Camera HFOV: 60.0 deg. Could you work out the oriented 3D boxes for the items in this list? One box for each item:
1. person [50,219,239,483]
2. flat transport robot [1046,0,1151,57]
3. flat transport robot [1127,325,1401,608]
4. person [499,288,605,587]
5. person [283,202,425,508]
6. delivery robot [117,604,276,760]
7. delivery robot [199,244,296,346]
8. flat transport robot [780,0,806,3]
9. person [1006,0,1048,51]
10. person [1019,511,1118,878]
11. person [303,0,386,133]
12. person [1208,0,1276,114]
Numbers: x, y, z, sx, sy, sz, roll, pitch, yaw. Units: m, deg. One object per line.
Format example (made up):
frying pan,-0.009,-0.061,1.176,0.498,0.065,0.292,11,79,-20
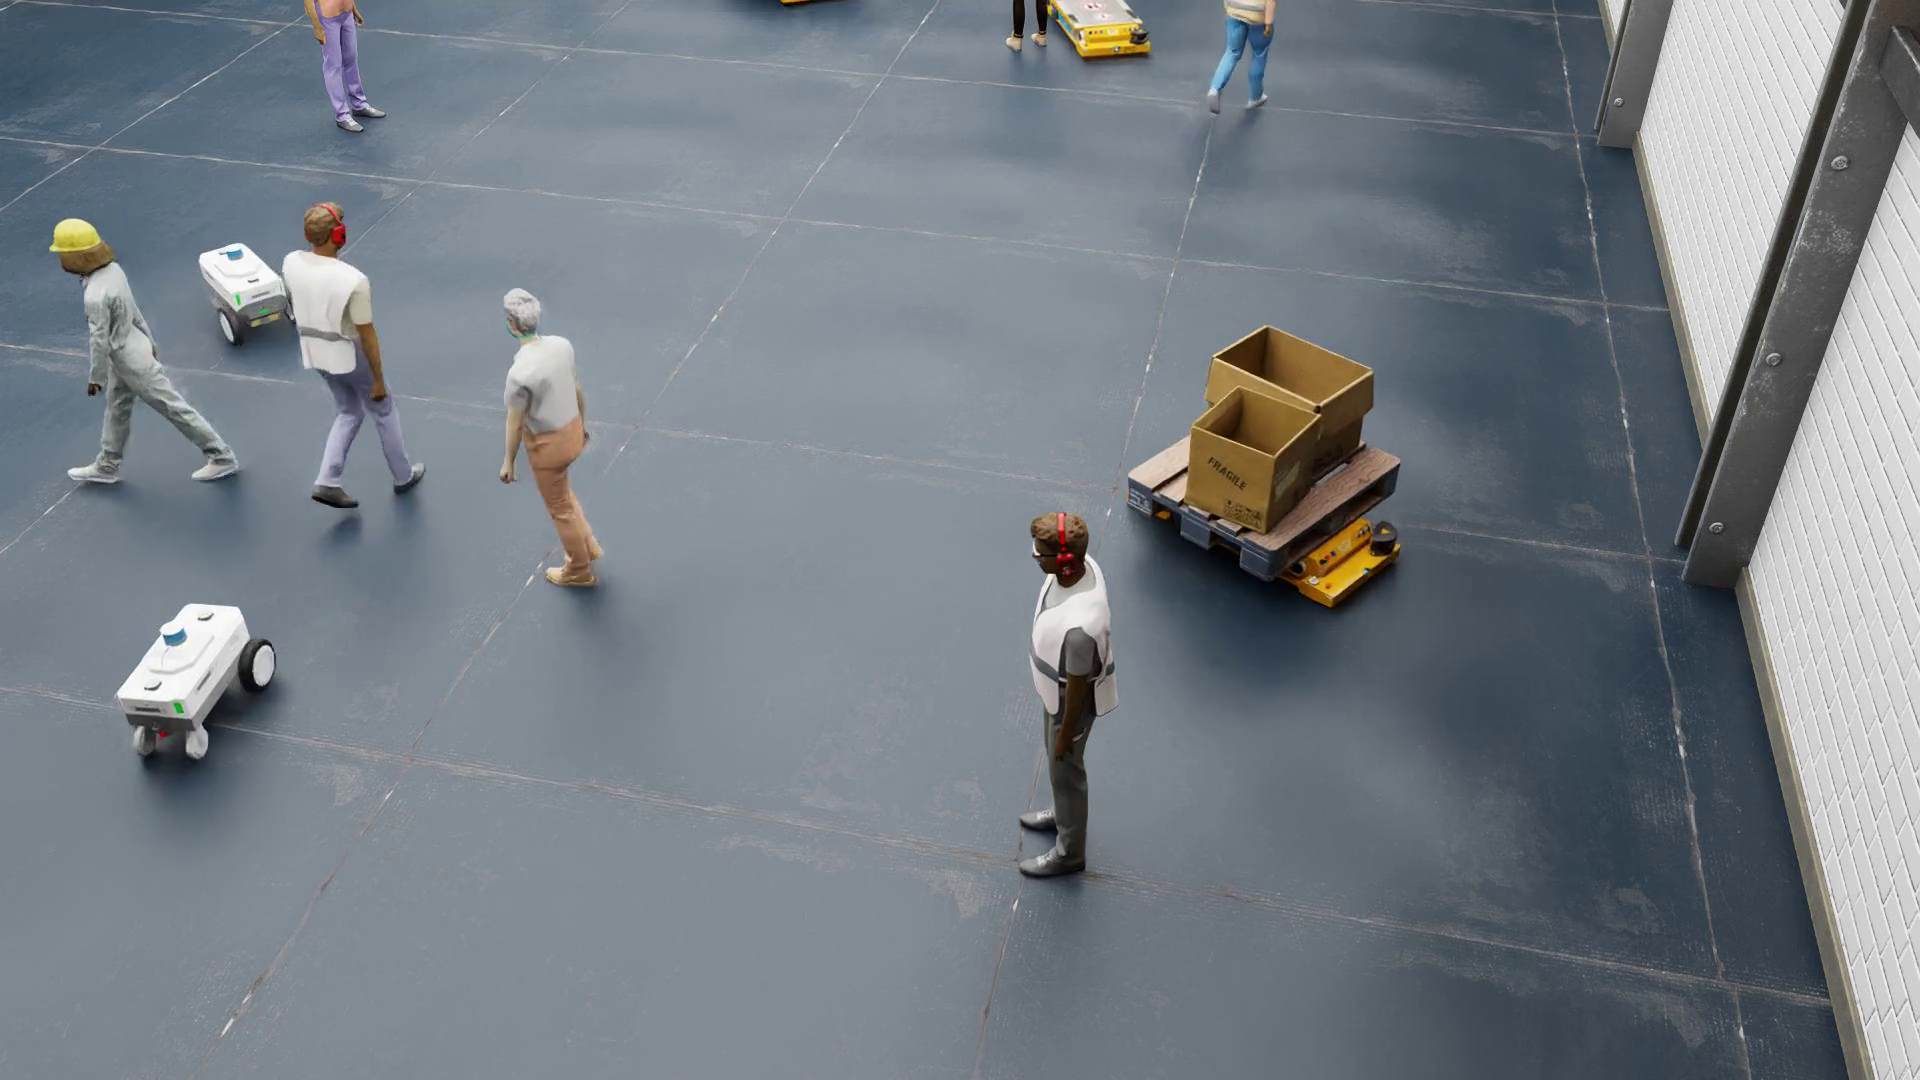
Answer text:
person,-4.748,-1.026,9.409,0.944,1.680,0.491,-12,38,-16
flat transport robot,1.291,-4.956,15.850,0.659,0.231,1.431,-8,37,-10
flat transport robot,1.710,-0.139,9.405,0.659,0.231,1.431,-31,46,-34
person,-2.140,-0.496,8.666,0.393,1.721,0.509,10,38,13
person,-3.444,-0.962,9.223,0.565,1.812,0.669,13,39,17
delivery robot,-3.755,0.649,8.125,0.499,0.611,0.809,4,37,5
delivery robot,-4.845,-1.718,11.264,0.499,0.577,0.769,-27,44,-31
flat transport robot,-1.755,-5.835,17.027,0.659,0.231,1.431,-16,40,-21
person,0.631,-5.322,15.153,0.528,1.688,0.321,-18,41,-23
person,0.463,0.653,7.042,0.398,1.832,0.570,-1,37,-2
person,-5.154,-4.306,13.666,0.390,1.842,0.565,11,38,15
person,2.389,-4.392,13.897,0.494,1.693,0.713,24,43,29
